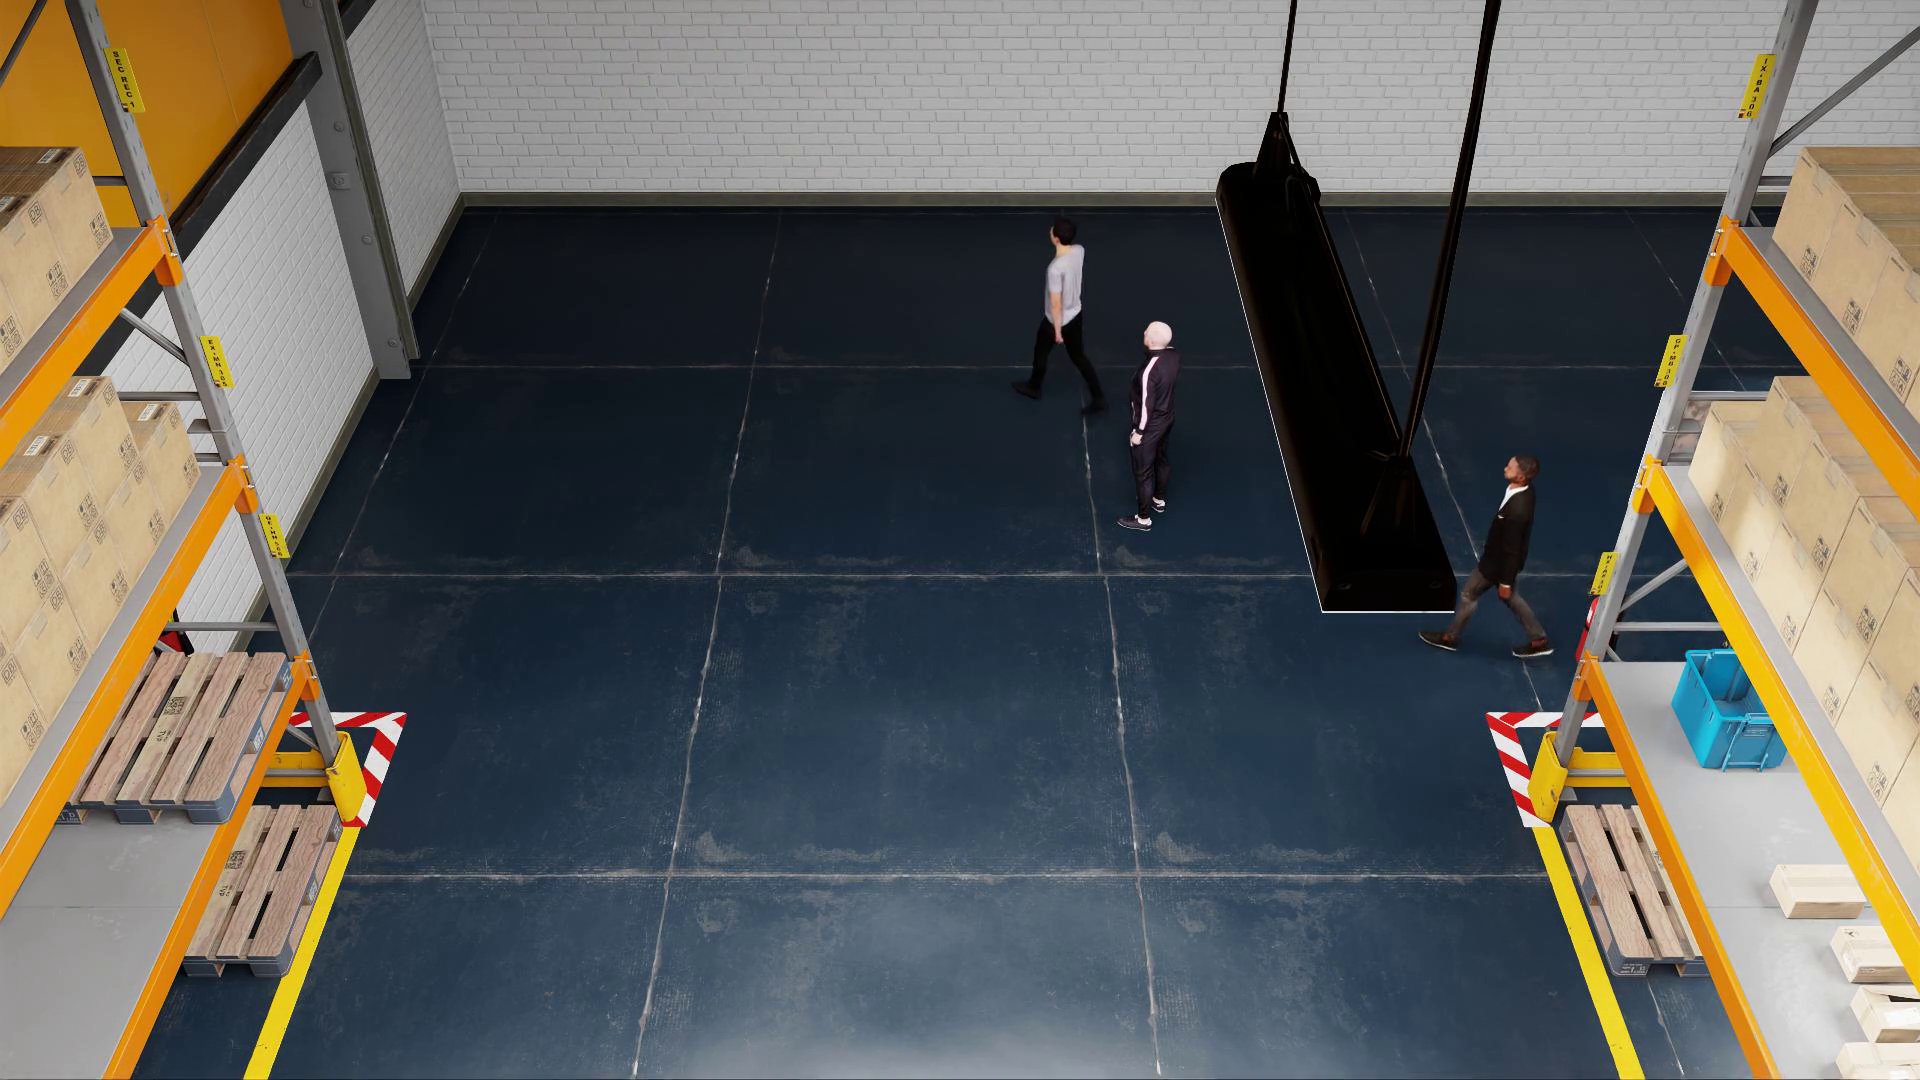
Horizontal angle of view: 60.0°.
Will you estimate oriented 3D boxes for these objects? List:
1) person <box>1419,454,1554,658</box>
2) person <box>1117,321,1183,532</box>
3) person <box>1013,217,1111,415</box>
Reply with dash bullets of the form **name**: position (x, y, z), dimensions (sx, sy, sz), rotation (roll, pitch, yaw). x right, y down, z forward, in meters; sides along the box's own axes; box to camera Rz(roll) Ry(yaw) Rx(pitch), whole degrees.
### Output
- **person**: position (3.910, 0.172, 11.696), dimensions (1.052, 1.764, 1.208), rotation (15, 41, 18)
- **person**: position (1.511, -0.900, 12.980), dimensions (0.817, 1.837, 0.699), rotation (20, 43, 23)
- **person**: position (0.964, -1.862, 14.185), dimensions (1.209, 1.835, 1.213), rotation (27, 46, 29)
